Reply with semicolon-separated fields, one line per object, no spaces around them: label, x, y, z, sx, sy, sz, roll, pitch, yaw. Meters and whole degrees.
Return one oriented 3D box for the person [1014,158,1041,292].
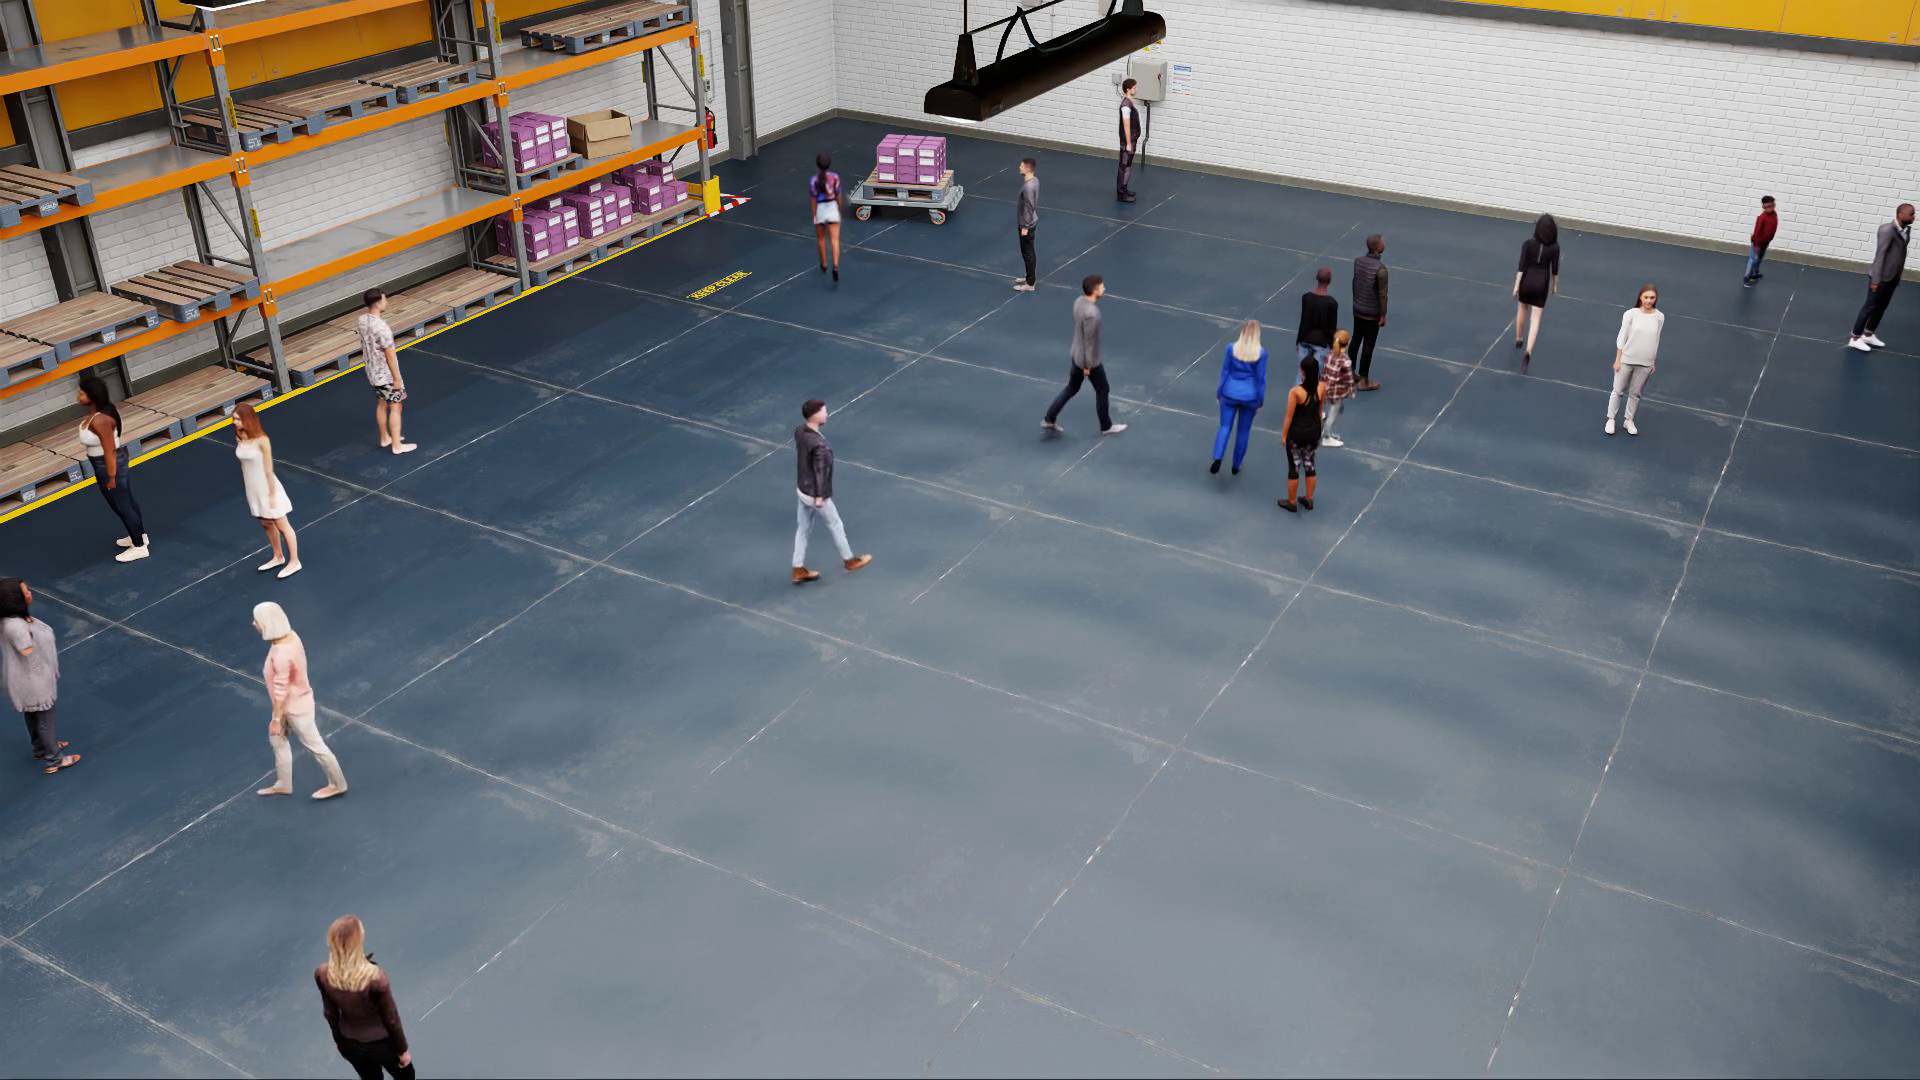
person;0.899;-4.188;22.026;0.745;1.761;0.585;5;29;9

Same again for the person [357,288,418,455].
person;-6.110;-1.787;17.573;0.708;1.811;0.628;22;36;35

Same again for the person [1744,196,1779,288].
person;10.740;-4.032;22.287;0.623;1.239;0.778;-23;36;-36

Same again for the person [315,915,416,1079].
person;-3.305;2.844;9.205;0.717;1.693;0.770;6;29;12

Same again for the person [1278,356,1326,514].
person;3.390;-1.055;16.388;0.634;1.660;0.723;-12;31;-21

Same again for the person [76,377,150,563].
person;-7.912;-0.680;15.544;0.794;1.810;0.752;-11;30;-19

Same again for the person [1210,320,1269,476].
person;2.841;-1.403;17.007;0.708;1.678;0.857;10;30;17

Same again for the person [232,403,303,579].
person;-6.391;-0.474;15.272;0.567;1.709;0.520;14;32;24

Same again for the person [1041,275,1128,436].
person;1.270;-1.938;17.823;1.283;1.836;1.171;-10;30;-18

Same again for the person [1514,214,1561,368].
person;6.771;-2.895;19.662;0.722;1.755;1.158;12;31;20

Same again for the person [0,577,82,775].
person;-7.082;1.020;12.640;0.750;1.606;0.718;-24;37;-37

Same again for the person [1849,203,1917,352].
person;11.203;-3.211;20.181;0.717;1.813;0.863;-16;32;-26

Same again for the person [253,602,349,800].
person;-4.796;1.196;12.217;0.983;1.703;0.892;-12;31;-20

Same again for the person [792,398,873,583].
person;-1.400;-0.410;15.049;1.105;1.811;0.926;-18;33;-30

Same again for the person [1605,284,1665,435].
person;7.319;-1.965;18.026;0.681;1.688;0.673;2;29;4

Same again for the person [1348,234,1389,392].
person;4.673;-2.626;19.085;0.775;1.836;0.777;-14;32;-24

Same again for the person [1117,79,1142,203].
person;2.563;-6.147;25.527;0.794;1.849;0.657;3;29;5

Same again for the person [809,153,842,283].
person;-1.764;-4.301;22.284;1.009;1.712;1.160;-4;29;-7

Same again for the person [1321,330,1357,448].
person;3.965;-1.616;17.795;0.669;1.298;0.604;-5;29;-9

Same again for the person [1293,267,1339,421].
person;3.900;-2.146;18.307;0.648;1.739;0.647;23;36;36
